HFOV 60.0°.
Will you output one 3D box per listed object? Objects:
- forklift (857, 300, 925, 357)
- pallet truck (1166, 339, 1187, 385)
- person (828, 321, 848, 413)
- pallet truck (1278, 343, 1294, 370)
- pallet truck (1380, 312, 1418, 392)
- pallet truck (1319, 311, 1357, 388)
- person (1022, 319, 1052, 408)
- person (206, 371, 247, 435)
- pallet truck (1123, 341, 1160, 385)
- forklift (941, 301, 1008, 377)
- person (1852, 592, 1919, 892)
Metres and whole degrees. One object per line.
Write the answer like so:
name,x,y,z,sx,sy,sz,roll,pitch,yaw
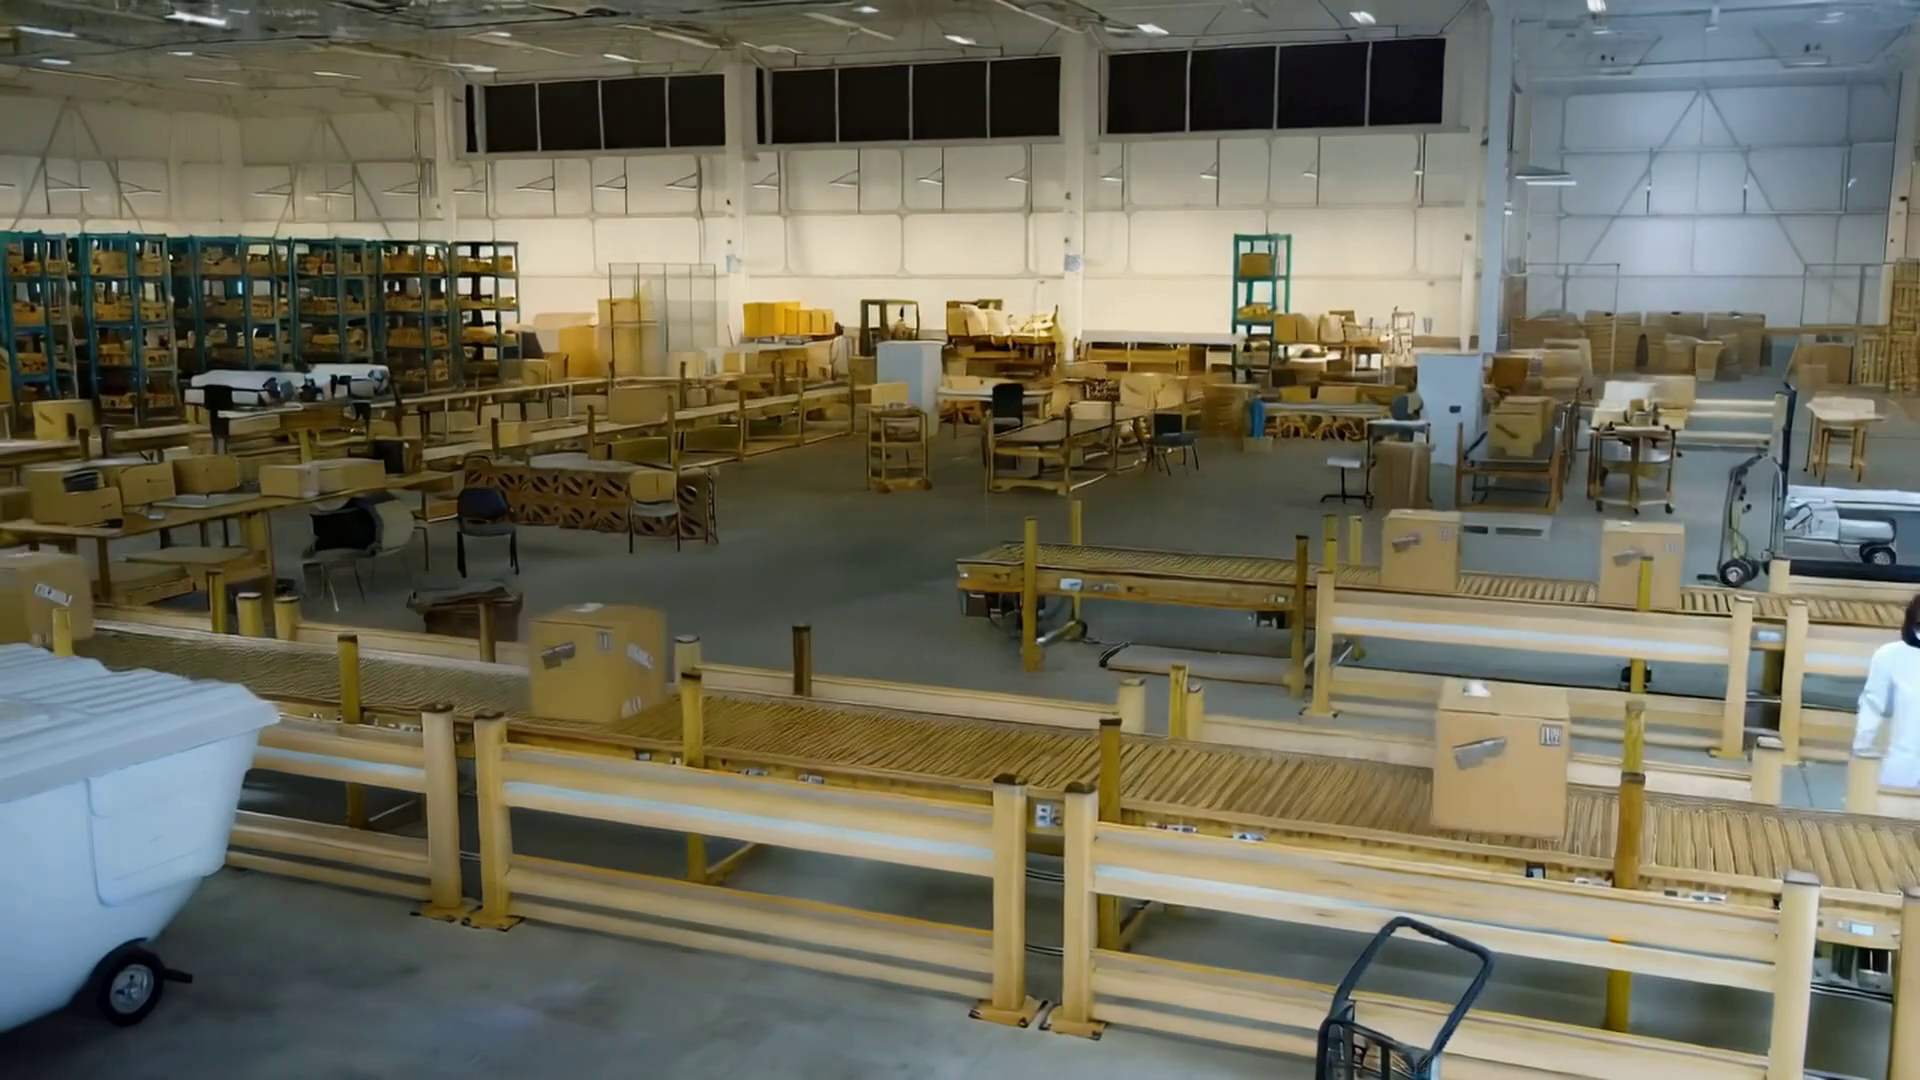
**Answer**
forklift,-1.732,-5.109,42.468,1.157,1.987,2.680,4,10,22
pallet truck,5.418,-4.269,40.420,0.704,1.261,1.522,3,10,20
person,-2.514,-3.563,34.291,0.410,1.905,0.641,-2,10,-12
pallet truck,7.886,-4.163,39.743,0.653,1.274,1.630,4,10,22
pallet truck,10.207,-4.283,38.369,0.823,1.965,1.885,3,10,20
pallet truck,9.071,-4.419,39.190,0.823,1.965,1.885,5,10,26
person,1.430,-3.174,31.542,0.605,2.034,0.392,6,11,34
person,-8.985,-1.203,20.443,0.539,1.750,0.419,1,9,7
pallet truck,4.445,-4.380,41.279,0.680,1.201,1.601,4,10,22
forklift,0.365,-4.966,41.571,1.157,1.987,2.680,3,10,20
person,4.404,1.003,7.509,0.654,1.615,0.428,6,11,33
